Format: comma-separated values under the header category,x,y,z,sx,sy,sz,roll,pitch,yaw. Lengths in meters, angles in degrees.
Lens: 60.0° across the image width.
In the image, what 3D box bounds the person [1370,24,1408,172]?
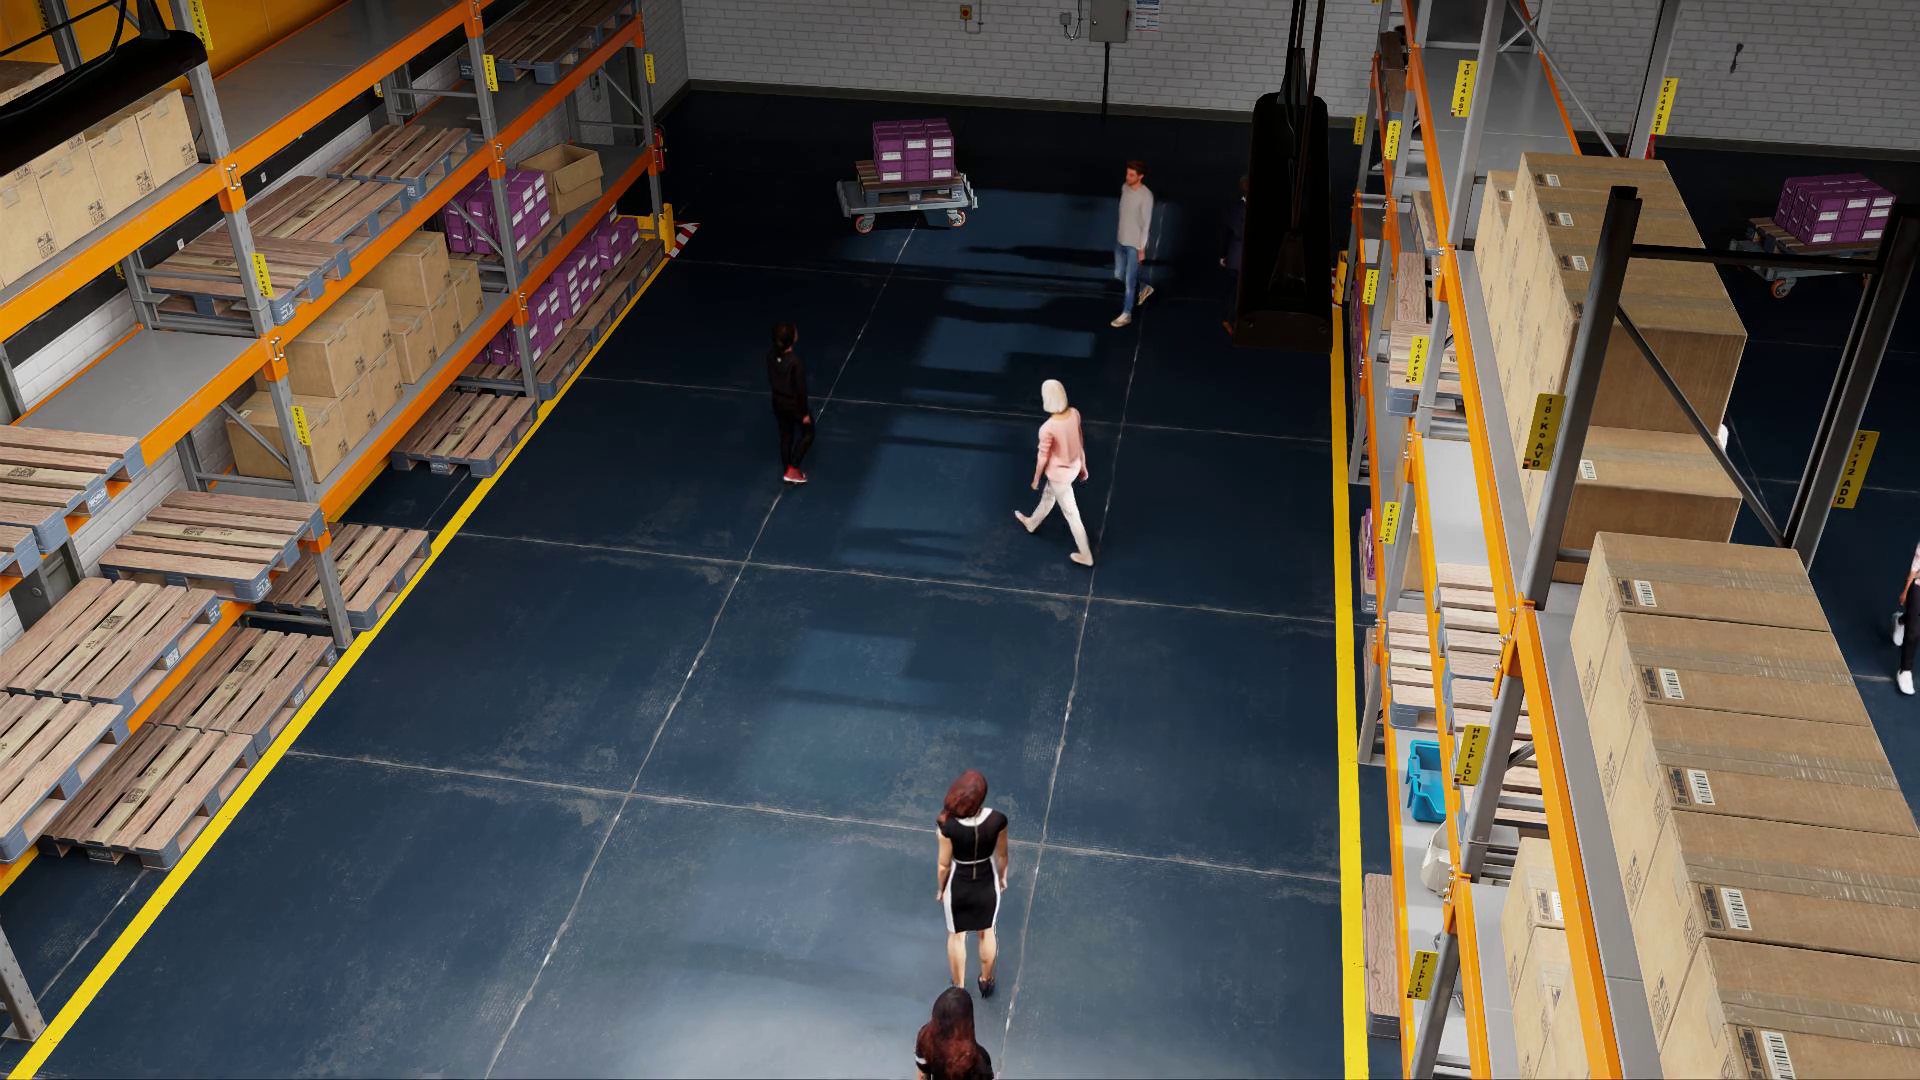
category,x,y,z,sx,sy,sz,roll,pitch,yaw
person,5.832,-5.771,21.699,0.949,1.907,0.905,-9,35,-13

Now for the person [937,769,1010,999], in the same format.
category,x,y,z,sx,sy,sz,roll,pitch,yaw
person,0.072,2.096,9.959,0.652,1.803,0.632,-6,34,-10

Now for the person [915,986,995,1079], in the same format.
category,x,y,z,sx,sy,sz,roll,pitch,yaw
person,-0.086,3.053,8.710,1.190,1.591,1.035,-27,42,-35

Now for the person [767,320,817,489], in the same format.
category,x,y,z,sx,sy,sz,roll,pitch,yaw
person,-1.577,-1.181,15.014,0.711,1.664,0.725,21,39,29

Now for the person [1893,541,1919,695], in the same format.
category,x,y,z,sx,sy,sz,roll,pitch,yaw
person,7.446,0.350,12.767,0.599,1.601,1.028,3,34,4

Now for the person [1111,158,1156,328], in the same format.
category,x,y,z,sx,sy,sz,roll,pitch,yaw
person,1.928,-3.210,17.864,0.997,1.888,0.939,-20,39,-27

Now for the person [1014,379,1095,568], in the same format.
category,x,y,z,sx,sy,sz,roll,pitch,yaw
person,0.941,-0.513,14.005,1.057,1.669,1.171,26,42,33
